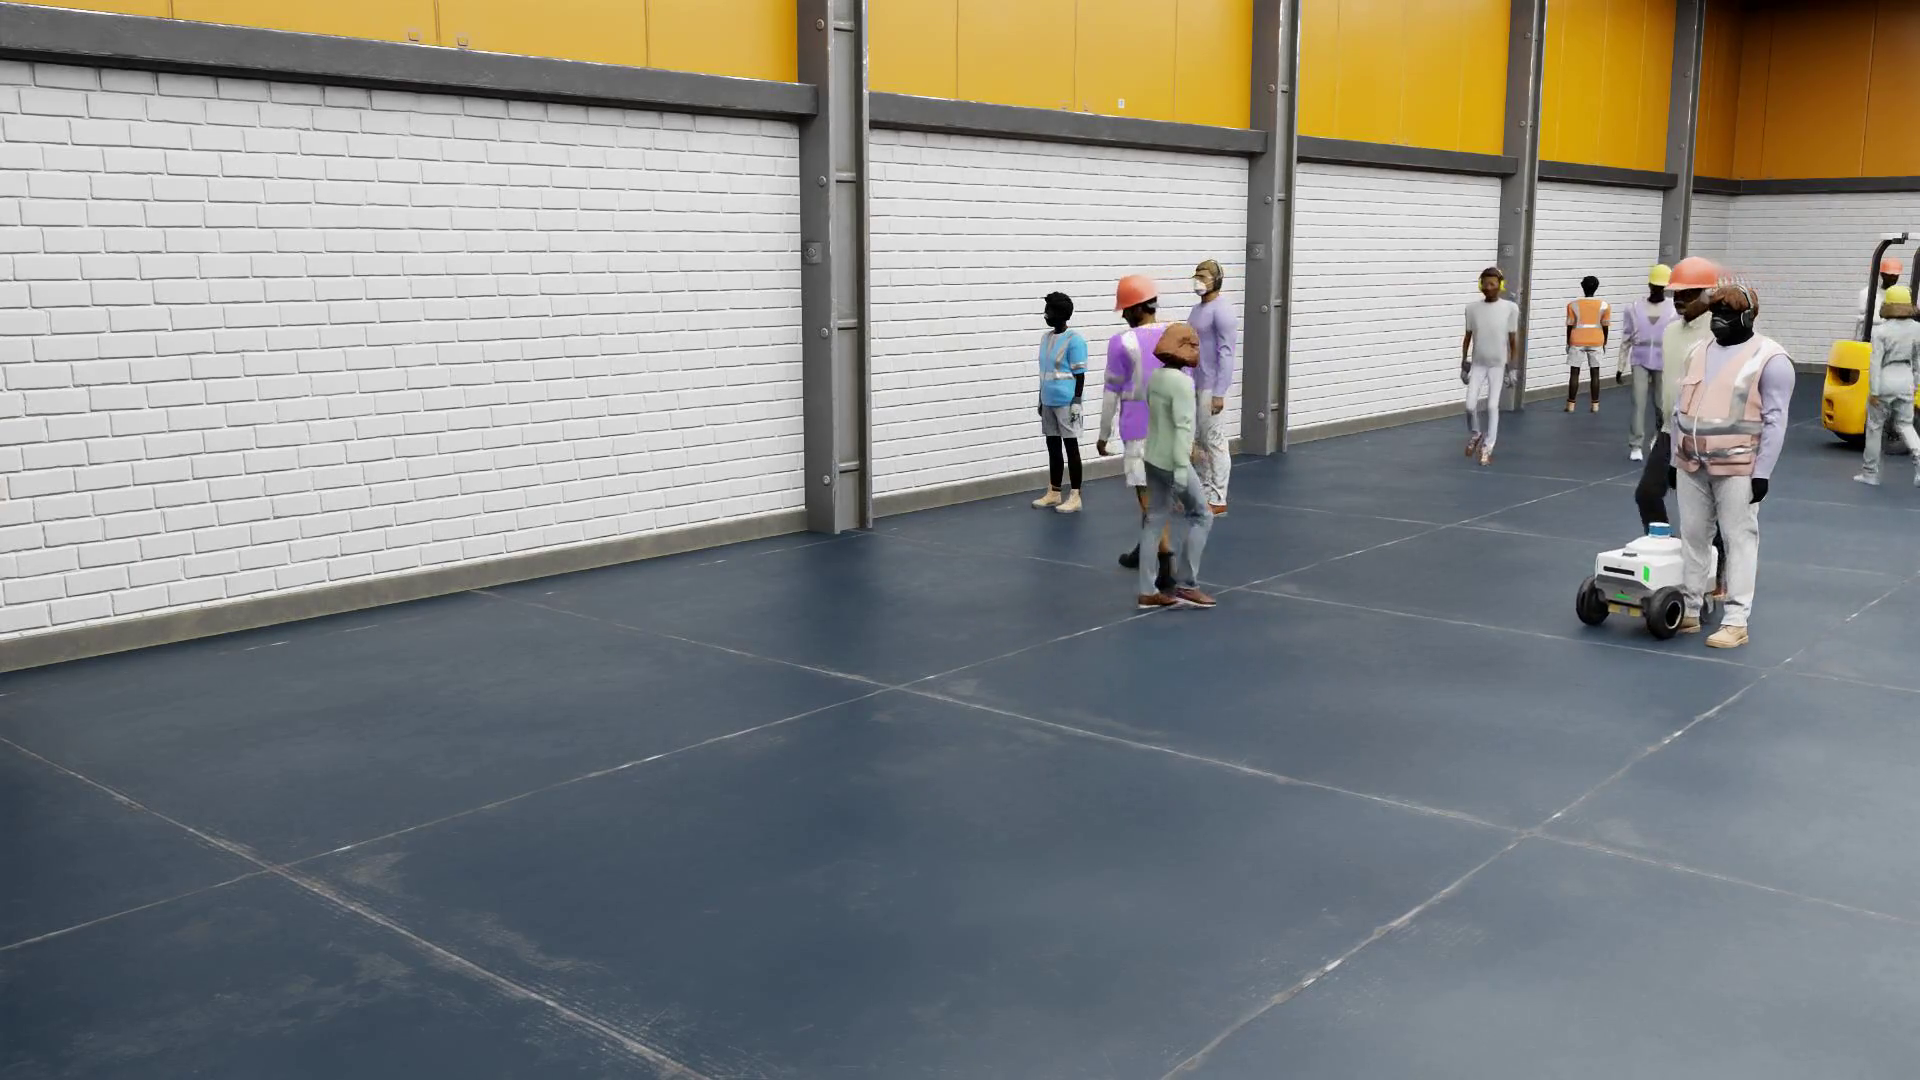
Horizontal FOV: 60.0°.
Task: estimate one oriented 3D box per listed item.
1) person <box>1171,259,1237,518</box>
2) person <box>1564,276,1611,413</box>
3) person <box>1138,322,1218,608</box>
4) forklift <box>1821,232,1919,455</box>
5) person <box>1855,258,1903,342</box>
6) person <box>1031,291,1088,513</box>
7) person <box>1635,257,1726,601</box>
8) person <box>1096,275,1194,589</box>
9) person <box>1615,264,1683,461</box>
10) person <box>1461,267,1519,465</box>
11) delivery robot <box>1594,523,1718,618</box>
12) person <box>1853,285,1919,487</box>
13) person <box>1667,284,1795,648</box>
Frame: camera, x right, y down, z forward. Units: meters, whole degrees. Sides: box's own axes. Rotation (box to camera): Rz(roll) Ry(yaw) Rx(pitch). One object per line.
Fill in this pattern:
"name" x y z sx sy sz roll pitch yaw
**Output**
"person" 1.860 -1.135 12.555 0.368 1.940 0.633 -3 10 -16
"person" 7.750 -2.414 20.552 0.524 1.690 0.320 2 10 12
"person" 1.246 -0.411 9.339 0.564 1.610 0.521 -3 11 -19
"forklift" 9.955 -1.972 16.595 2.313 2.155 1.214 1 10 8
"person" 10.618 -2.273 19.109 0.568 1.907 0.726 4 11 20
"person" 0.769 -1.059 12.801 0.317 1.698 0.540 -6 12 -32
"person" 4.122 -0.603 9.433 0.658 1.970 0.630 -4 11 -20
"person" 1.163 -0.661 10.071 0.538 1.880 0.968 -5 11 -26
"person" 6.707 -1.727 16.113 0.631 1.887 0.857 5 11 25
"person" 4.967 -1.627 15.612 0.522 1.857 0.426 5 11 24
"delivery robot" 3.726 0.150 8.890 0.707 0.478 0.477 -6 12 -35
"person" 7.927 -1.295 14.076 0.492 1.721 0.722 0 10 -2
"person" 3.893 -0.378 8.523 0.429 1.844 0.627 -5 11 -28
